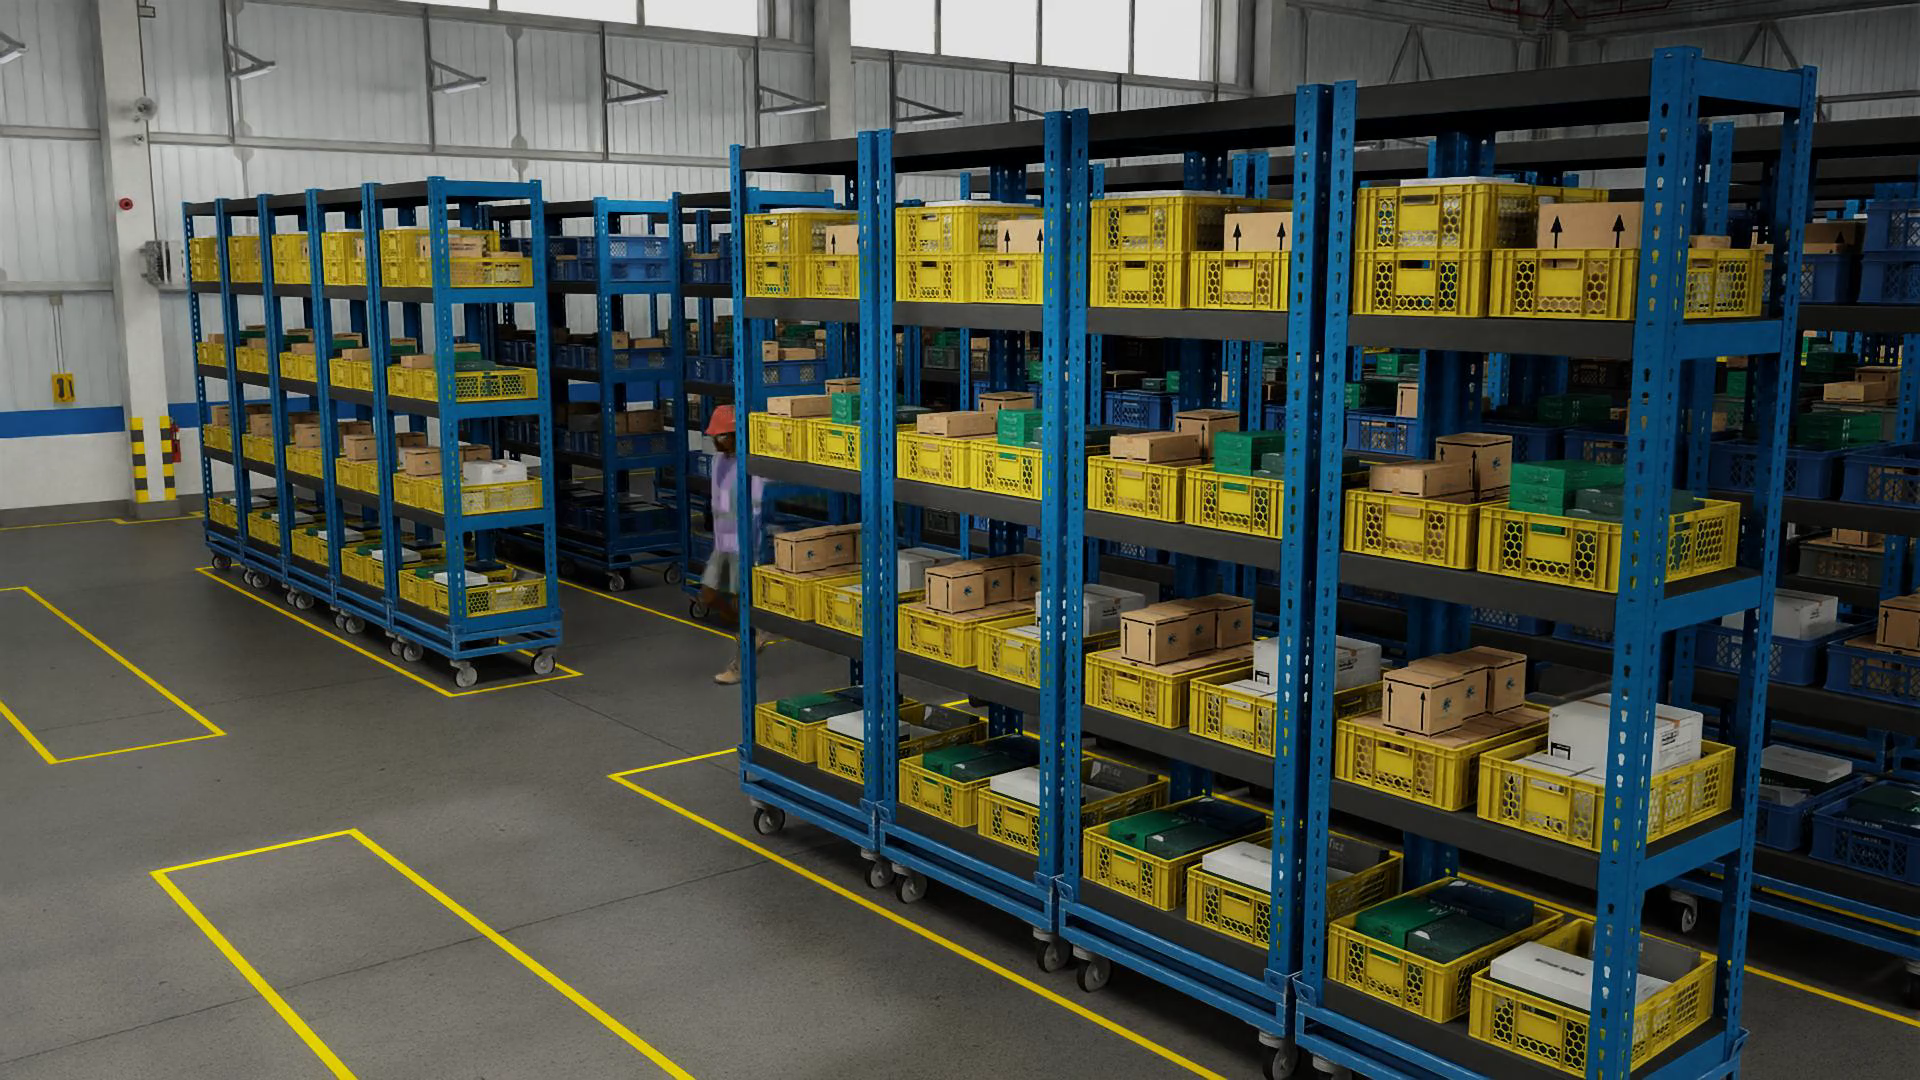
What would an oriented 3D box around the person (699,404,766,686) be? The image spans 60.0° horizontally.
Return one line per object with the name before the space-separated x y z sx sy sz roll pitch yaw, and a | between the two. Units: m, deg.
person | -1.630 0.042 11.886 0.427 2.027 0.649 -7 12 -38
